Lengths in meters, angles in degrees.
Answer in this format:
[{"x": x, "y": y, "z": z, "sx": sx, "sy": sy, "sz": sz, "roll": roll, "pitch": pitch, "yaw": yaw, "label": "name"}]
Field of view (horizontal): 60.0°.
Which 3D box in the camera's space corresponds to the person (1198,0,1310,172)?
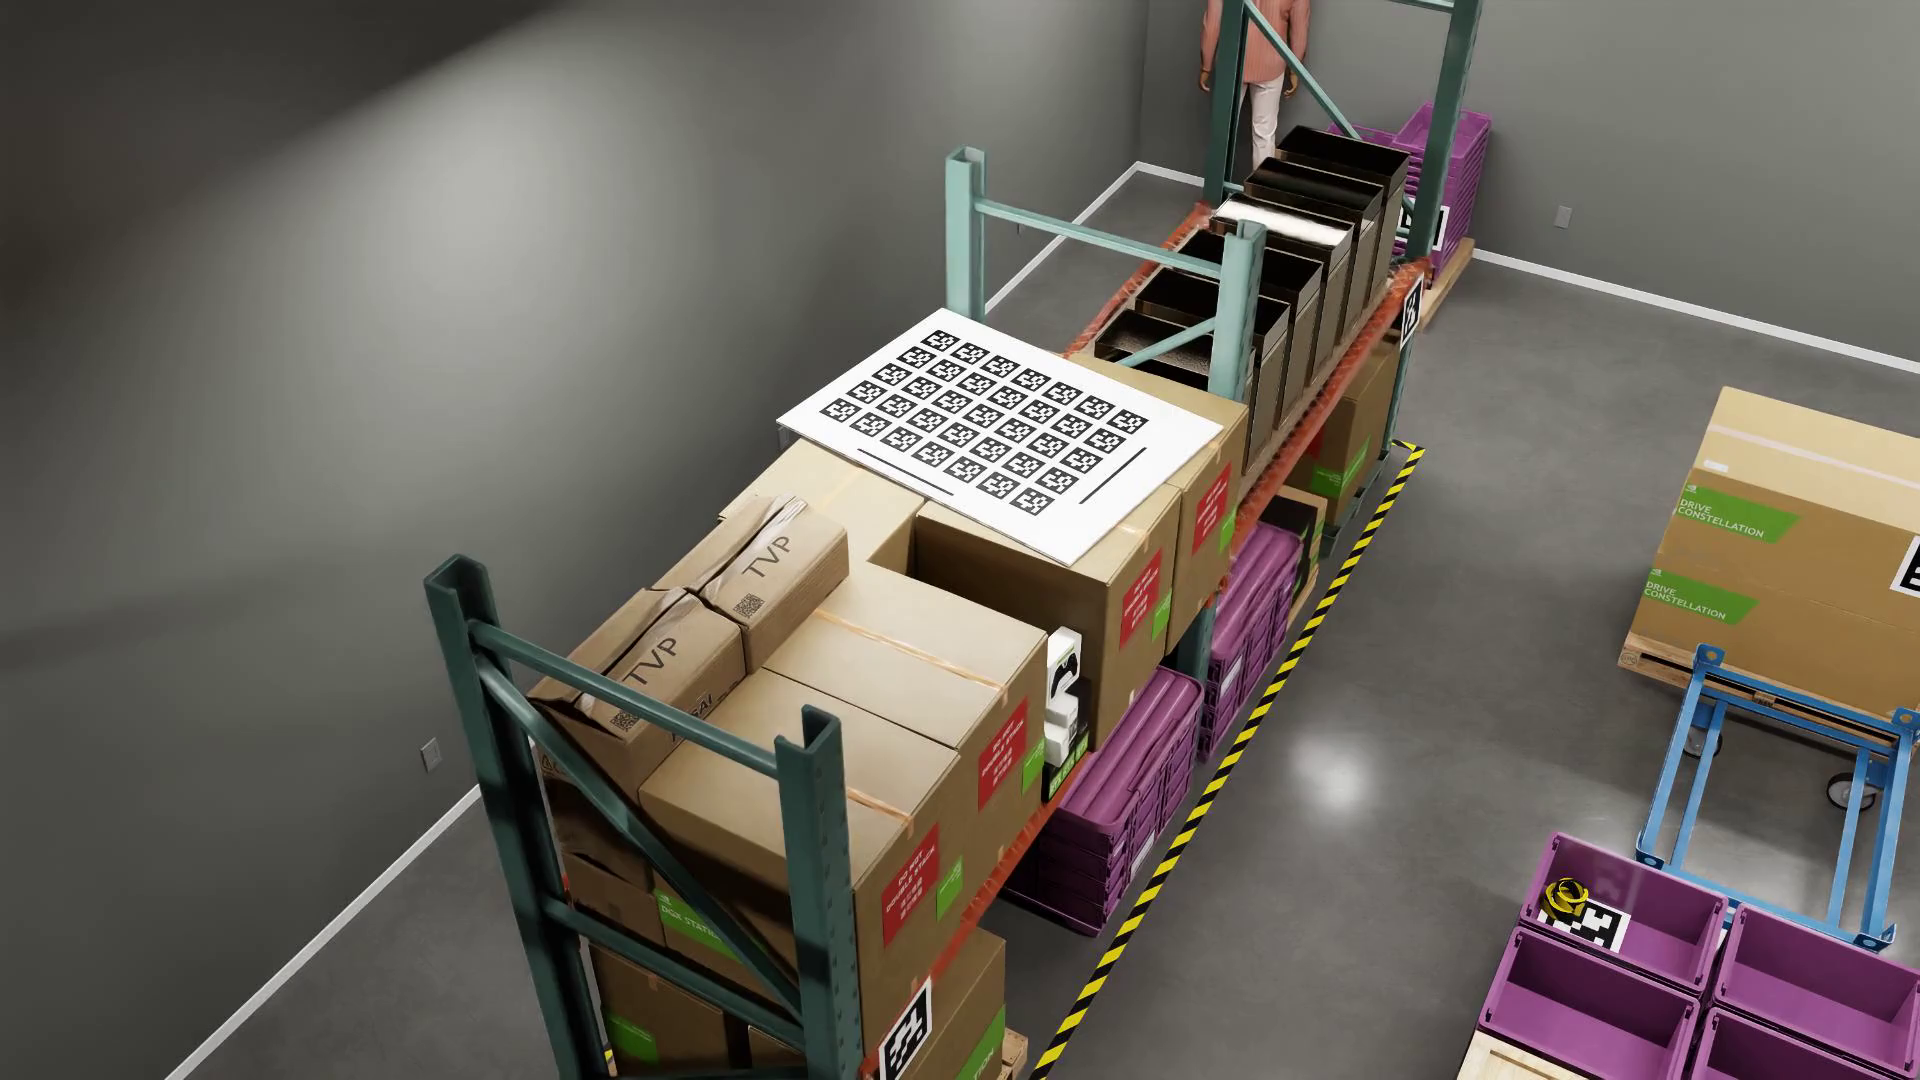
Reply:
[{"x": 1.737, "y": -2.841, "z": 9.939, "sx": 0.626, "sy": 1.992, "sz": 0.387, "roll": 4, "pitch": 40, "yaw": 5, "label": "person"}]
